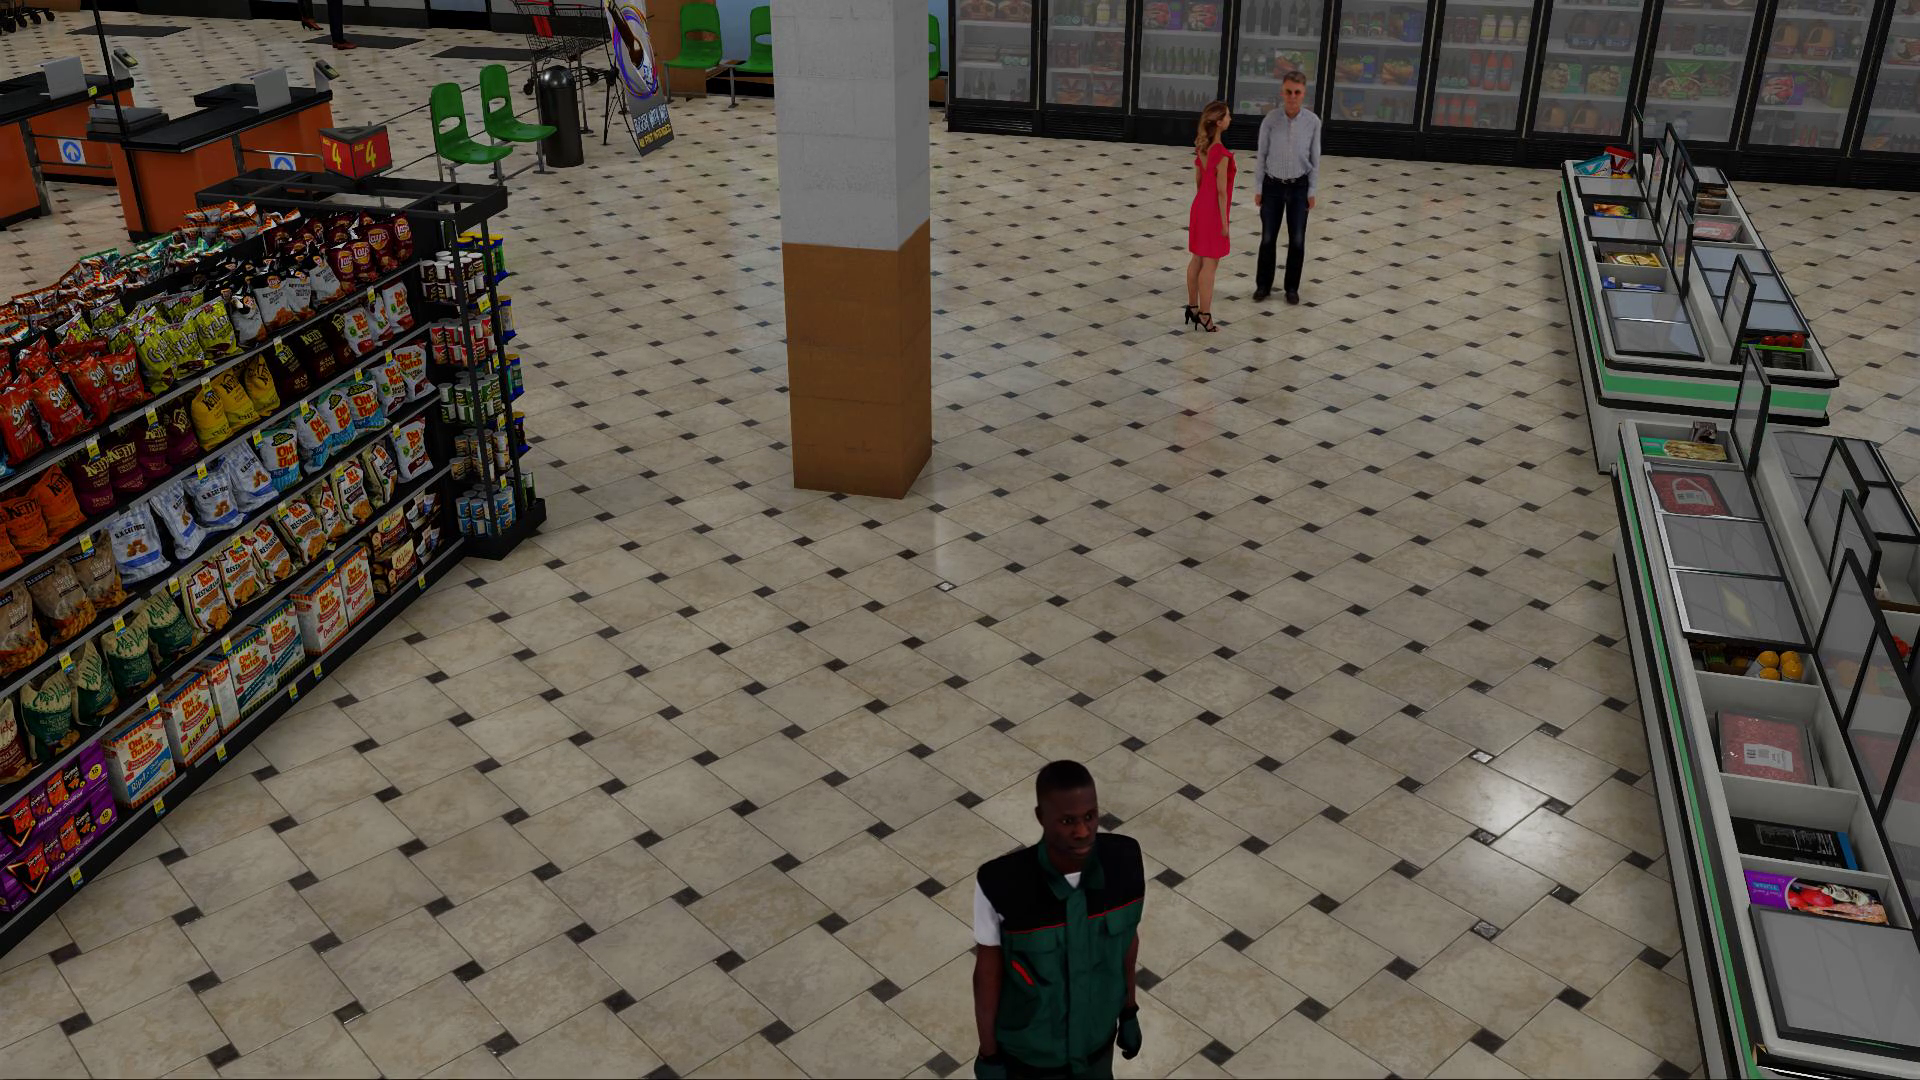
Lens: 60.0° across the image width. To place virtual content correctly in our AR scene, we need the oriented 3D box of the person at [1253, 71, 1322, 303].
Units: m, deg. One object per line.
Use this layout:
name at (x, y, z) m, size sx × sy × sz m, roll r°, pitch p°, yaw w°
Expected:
person at (2.560, -2.772, 13.053) m, size 0.653 × 1.817 × 0.567 m, roll 5°, pitch 27°, yaw 10°

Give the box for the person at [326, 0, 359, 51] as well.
person at (-8.570, -7.592, 22.657) m, size 0.736 × 1.726 × 0.708 m, roll -19°, pitch 33°, yaw -33°

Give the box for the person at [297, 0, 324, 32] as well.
person at (-9.485, -8.221, 23.947) m, size 0.723 × 1.682 × 0.713 m, roll -22°, pitch 34°, yaw -37°

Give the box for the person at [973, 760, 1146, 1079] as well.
person at (0.271, 1.409, 4.784) m, size 0.786 × 1.839 × 0.821 m, roll -11°, pitch 29°, yaw -20°

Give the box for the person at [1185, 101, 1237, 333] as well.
person at (1.864, -2.429, 12.474) m, size 0.722 × 1.728 × 0.633 m, roll -8°, pitch 28°, yaw -16°
